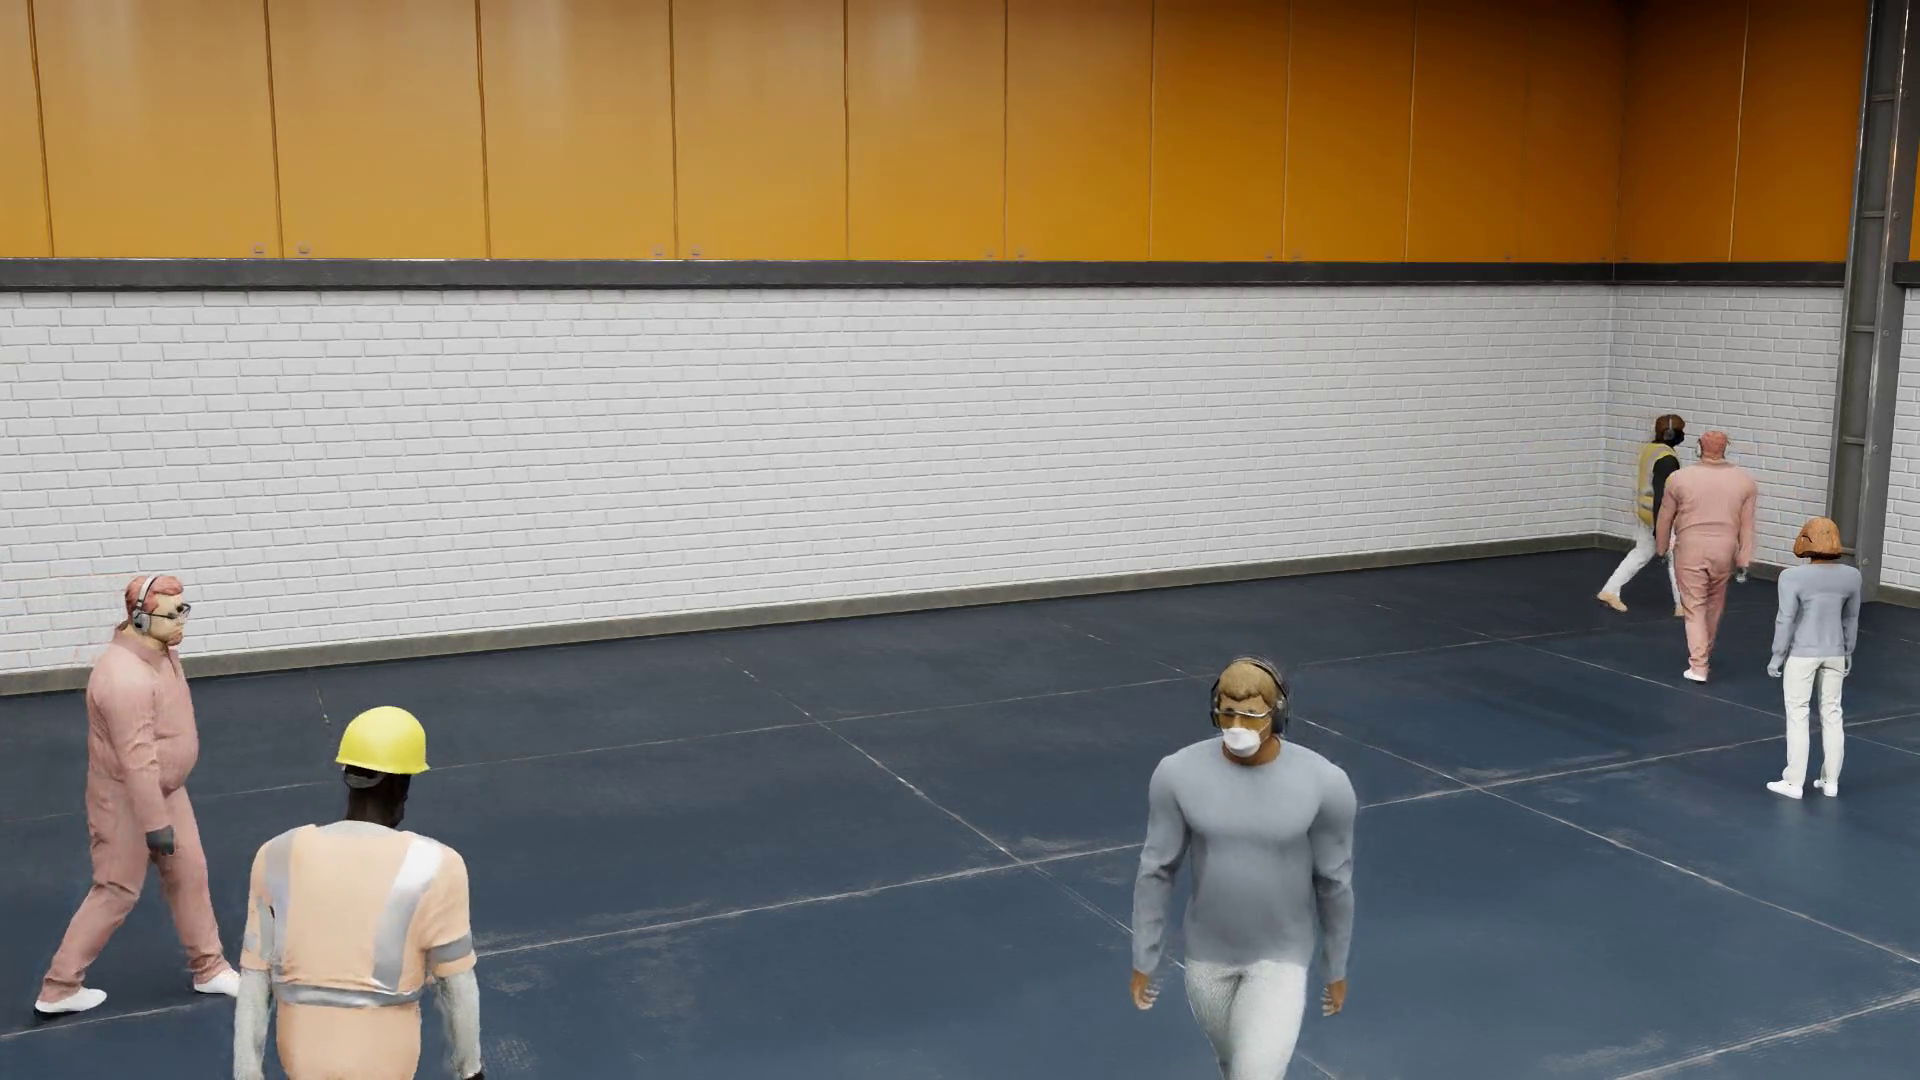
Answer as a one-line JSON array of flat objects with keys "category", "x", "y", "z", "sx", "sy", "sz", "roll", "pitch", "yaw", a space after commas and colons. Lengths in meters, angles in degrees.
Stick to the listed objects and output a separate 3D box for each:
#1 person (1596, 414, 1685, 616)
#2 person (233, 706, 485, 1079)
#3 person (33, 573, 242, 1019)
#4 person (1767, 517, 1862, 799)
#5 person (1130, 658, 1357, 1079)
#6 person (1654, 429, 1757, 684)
[{"category": "person", "x": 6.139, "y": -0.222, "z": 14.682, "sx": 0.917, "sy": 1.806, "sz": 0.631, "roll": 1, "pitch": 9, "yaw": 9}, {"category": "person", "x": -1.636, "y": 1.400, "z": 4.532, "sx": 0.594, "sy": 1.838, "sz": 1.073, "roll": 1, "pitch": 9, "yaw": 9}, {"category": "person", "x": -3.377, "y": 1.037, "z": 6.763, "sx": 0.835, "sy": 1.850, "sz": 0.661, "roll": -1, "pitch": 9, "yaw": -8}, {"category": "person", "x": 4.923, "y": 0.681, "z": 9.604, "sx": 0.504, "sy": 1.632, "sz": 0.270, "roll": -1, "pitch": 9, "yaw": -5}, {"category": "person", "x": 0.863, "y": 1.279, "z": 5.133, "sx": 0.653, "sy": 1.884, "sz": 1.043, "roll": 4, "pitch": 10, "yaw": 24}, {"category": "person", "x": 5.569, "y": 0.097, "z": 12.540, "sx": 0.643, "sy": 1.860, "sz": 0.958, "roll": 1, "pitch": 9, "yaw": 7}]
